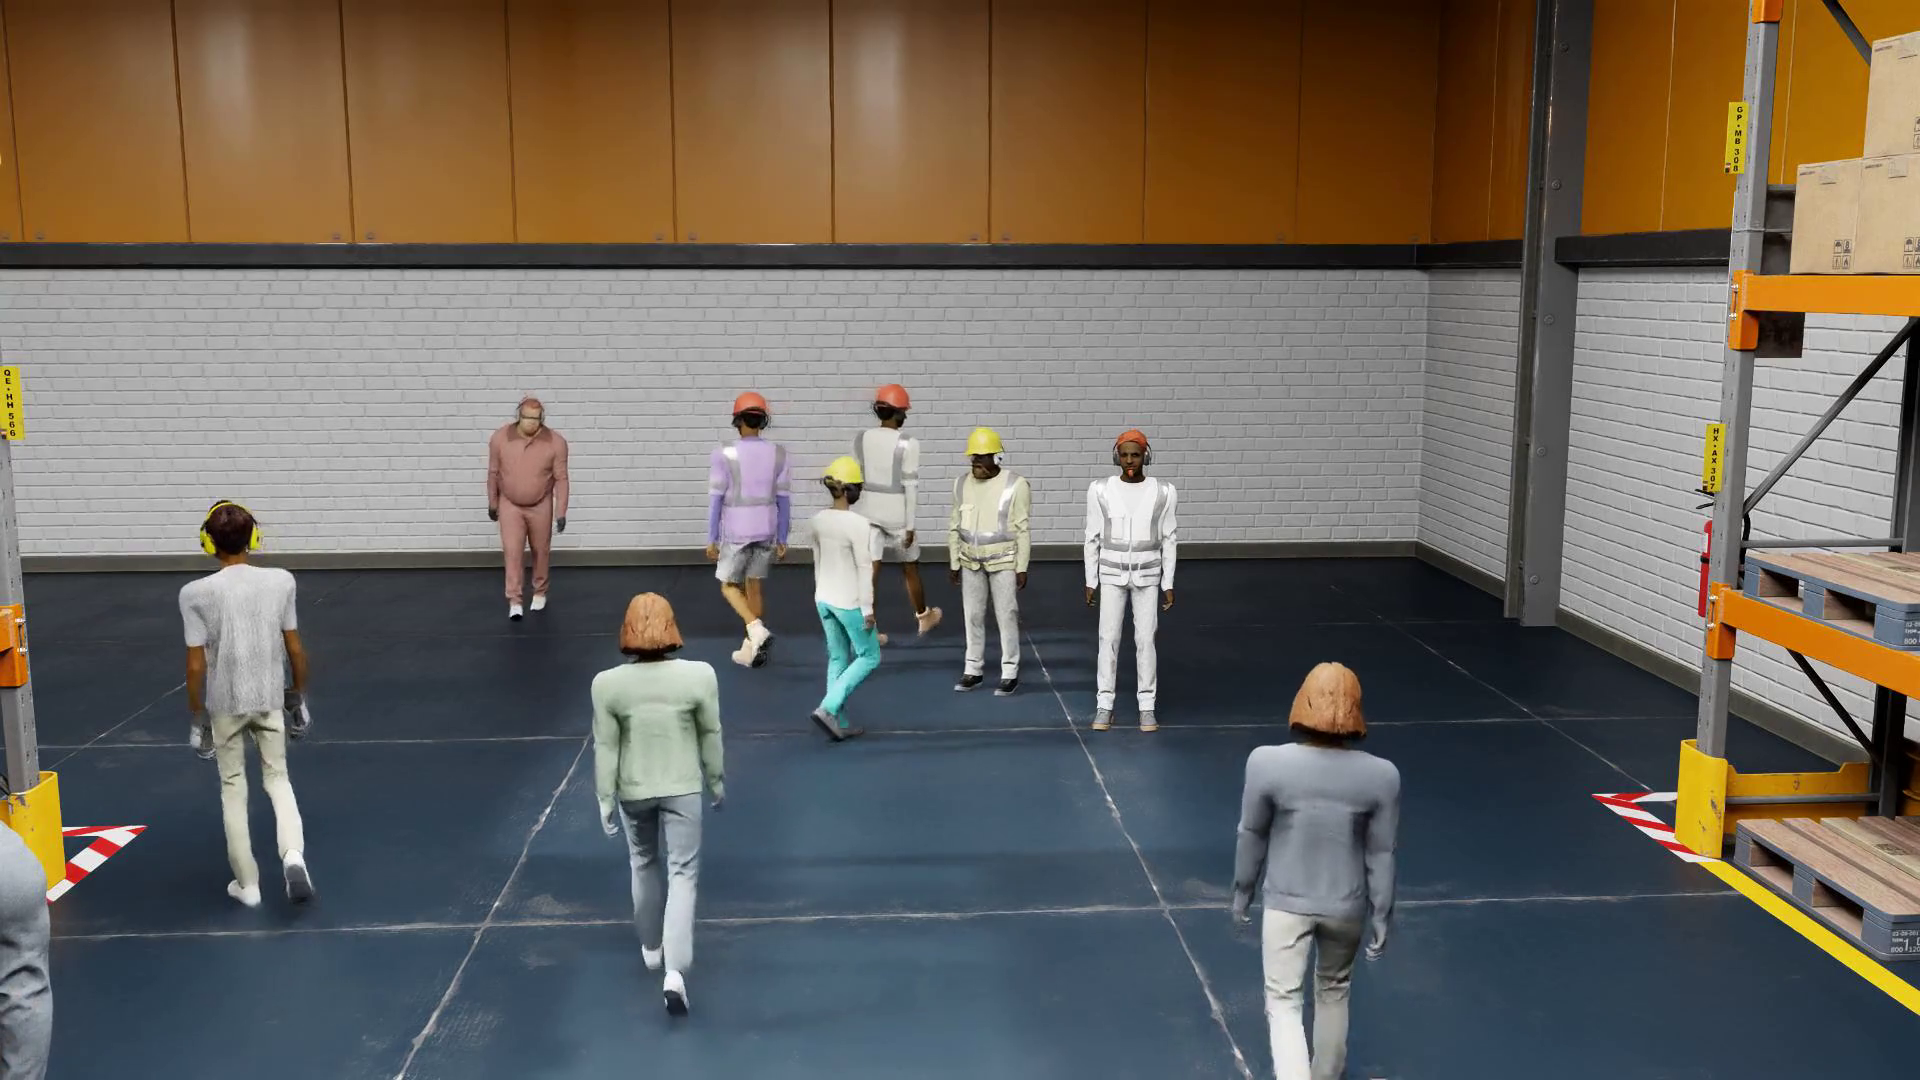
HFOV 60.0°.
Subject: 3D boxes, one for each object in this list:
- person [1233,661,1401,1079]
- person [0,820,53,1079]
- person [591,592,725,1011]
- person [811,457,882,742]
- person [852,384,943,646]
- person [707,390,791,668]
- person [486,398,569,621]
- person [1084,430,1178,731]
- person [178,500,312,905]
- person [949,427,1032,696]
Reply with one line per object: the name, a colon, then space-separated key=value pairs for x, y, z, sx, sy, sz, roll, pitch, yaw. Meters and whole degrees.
person: x=1.146 y=1.194 z=5.331 sx=0.506 sy=1.604 sz=0.757 roll=1 pitch=9 yaw=4
person: x=-2.349 y=1.273 z=3.787 sx=0.627 sy=1.940 sz=0.372 roll=3 pitch=9 yaw=15
person: x=-1.186 y=1.002 z=6.534 sx=0.498 sy=1.601 sz=0.795 roll=-1 pitch=9 yaw=-3
person: x=-0.711 y=0.375 z=10.002 sx=0.416 sy=1.750 sz=0.540 roll=-8 pitch=12 yaw=-41
person: x=-0.497 y=-0.196 z=12.805 sx=0.618 sy=2.000 sz=0.948 roll=4 pitch=10 yaw=26
person: x=-1.470 y=-0.050 z=11.849 sx=0.629 sy=2.016 sz=0.670 roll=-6 pitch=11 yaw=-32
person: x=-3.580 y=-0.263 z=13.773 sx=0.676 sy=1.830 sz=0.990 roll=-2 pitch=9 yaw=-12
person: x=1.057 y=0.255 z=10.351 sx=0.575 sy=1.883 sz=0.355 roll=1 pitch=9 yaw=6
person: x=-3.132 y=0.747 z=7.342 sx=0.532 sy=1.858 sz=0.607 roll=-7 pitch=11 yaw=-38
person: x=0.191 y=0.144 z=11.253 sx=0.601 sy=1.821 sz=0.403 roll=5 pitch=10 yaw=27
